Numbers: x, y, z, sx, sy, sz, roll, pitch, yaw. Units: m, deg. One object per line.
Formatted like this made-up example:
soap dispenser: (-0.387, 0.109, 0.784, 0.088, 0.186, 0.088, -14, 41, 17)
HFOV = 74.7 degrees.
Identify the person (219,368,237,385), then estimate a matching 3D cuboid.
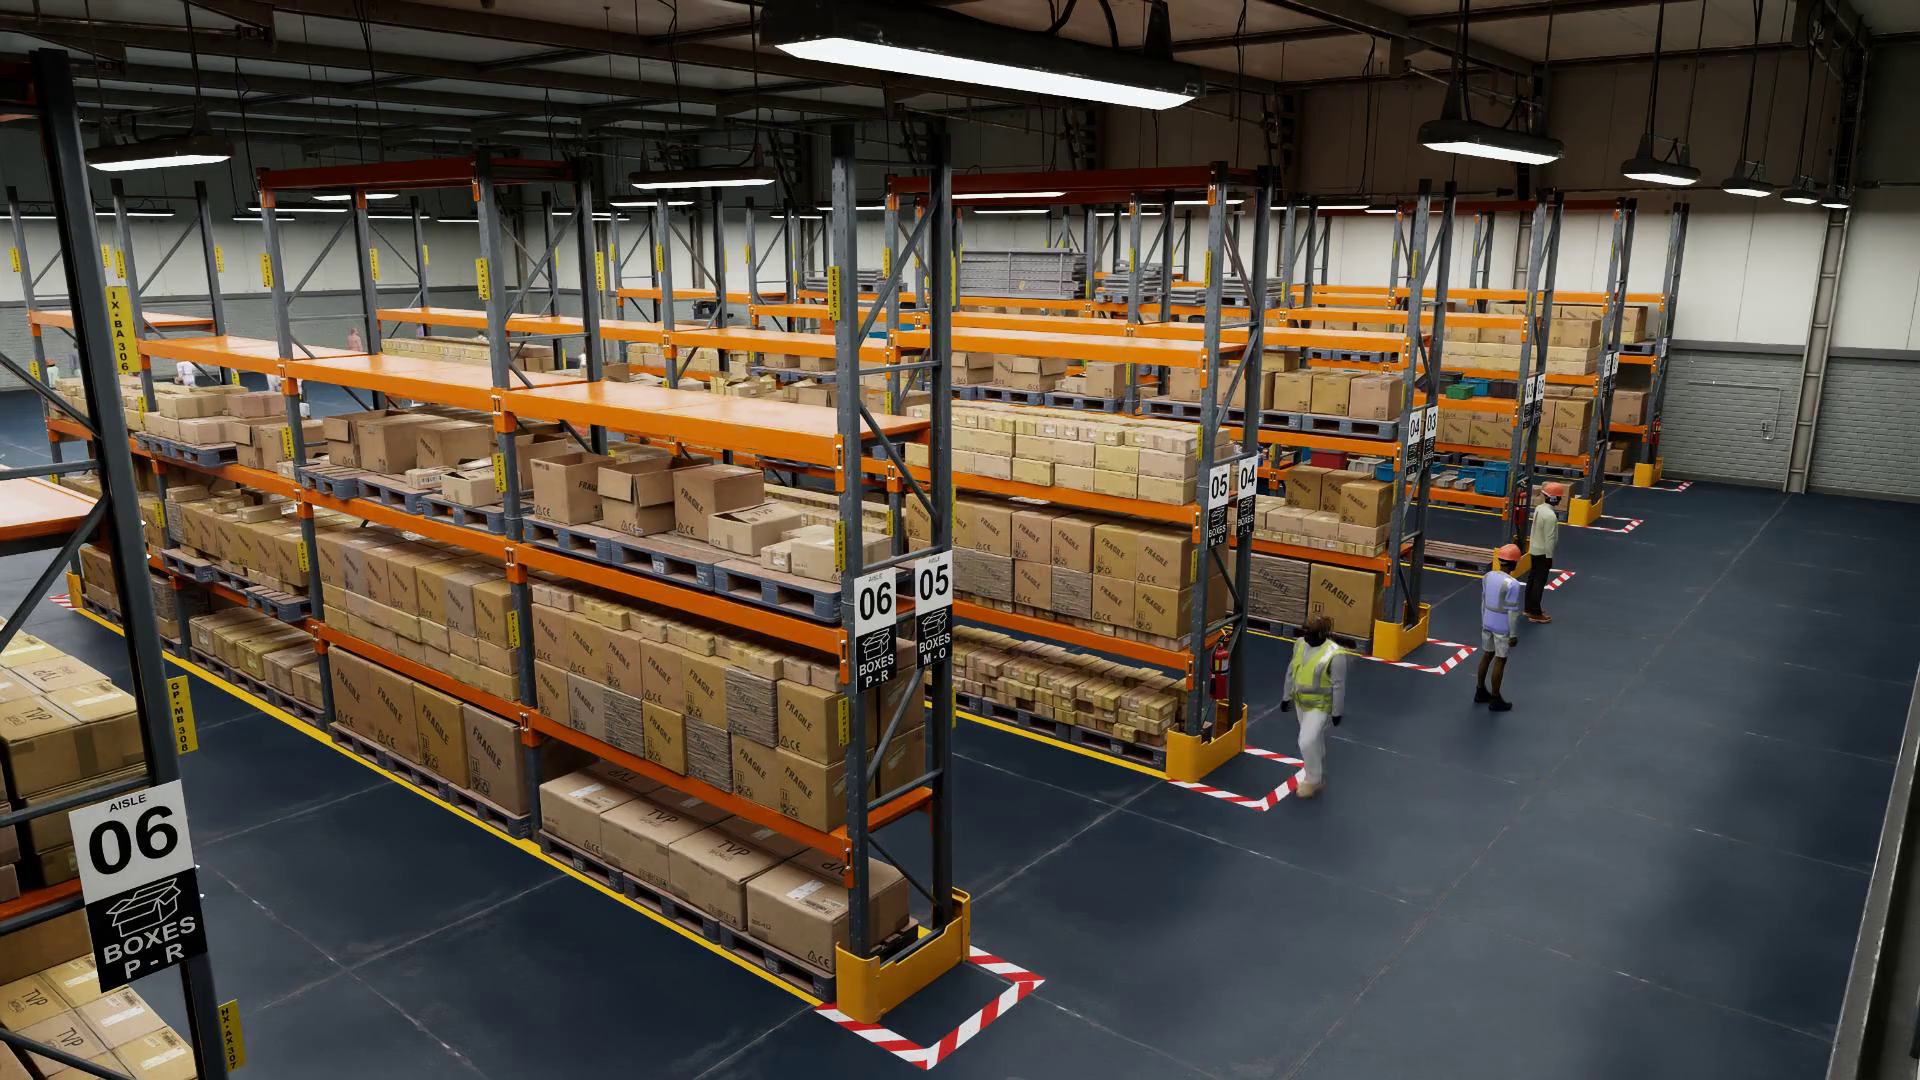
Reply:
person: (-22.701, -4.970, 39.058, 0.585, 1.927, 0.366, 3, 14, 12)

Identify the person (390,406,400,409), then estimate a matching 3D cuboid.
person: (-13.138, -2.512, 29.306, 0.369, 1.754, 0.553, 10, 17, 37)

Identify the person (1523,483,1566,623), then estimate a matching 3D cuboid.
person: (8.272, 0.164, 17.818, 0.407, 1.987, 0.614, 2, 14, 8)

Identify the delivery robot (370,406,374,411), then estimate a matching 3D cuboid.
delivery robot: (-17.041, -3.912, 36.917, 0.698, 0.223, 0.335, 4, 14, 17)

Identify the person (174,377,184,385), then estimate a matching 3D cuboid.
person: (-21.245, -3.683, 34.510, 0.528, 1.568, 0.920, 6, 15, 24)

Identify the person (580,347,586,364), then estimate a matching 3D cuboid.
person: (-12.095, -5.412, 41.012, 0.586, 1.869, 0.449, 5, 15, 19)

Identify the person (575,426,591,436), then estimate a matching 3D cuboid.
person: (-7.801, -1.650, 26.054, 0.501, 1.619, 0.428, -8, 16, -30)

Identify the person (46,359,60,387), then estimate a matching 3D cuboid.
person: (-28.006, -4.789, 38.928, 0.285, 1.631, 0.501, 0, 14, -2)

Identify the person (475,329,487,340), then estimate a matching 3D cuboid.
person: (-18.494, -7.238, 48.652, 0.534, 1.818, 0.832, 2, 14, 10)

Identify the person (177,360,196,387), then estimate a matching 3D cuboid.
person: (-23.868, -4.902, 38.868, 1.019, 1.884, 0.564, 6, 15, 25)

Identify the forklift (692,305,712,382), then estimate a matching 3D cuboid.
forklift: (-9.511, -7.392, 47.124, 1.873, 2.768, 1.129, 11, 17, 38)

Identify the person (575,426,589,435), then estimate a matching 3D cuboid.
person: (-6.869, -1.097, 23.011, 0.638, 1.981, 1.071, -12, 18, -40)

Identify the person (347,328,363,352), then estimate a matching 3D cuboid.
person: (-23.014, -7.142, 48.040, 0.652, 1.904, 0.403, 6, 15, 24)

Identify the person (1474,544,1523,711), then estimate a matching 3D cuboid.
person: (6.249, 0.989, 14.554, 0.386, 1.929, 0.548, -3, 14, -14)

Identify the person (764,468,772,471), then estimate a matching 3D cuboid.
person: (-4.371, -2.387, 29.044, 0.512, 1.627, 0.418, -6, 15, -23)

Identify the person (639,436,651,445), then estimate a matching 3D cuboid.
person: (-5.942, -1.132, 23.458, 0.961, 1.848, 0.581, 9, 16, 34)

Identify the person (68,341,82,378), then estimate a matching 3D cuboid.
person: (-29.459, -5.739, 42.272, 0.767, 1.918, 0.627, 9, 16, 32)

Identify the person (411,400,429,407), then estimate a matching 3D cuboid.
person: (-14.543, -3.607, 33.965, 0.551, 1.676, 0.500, 7, 15, 26)

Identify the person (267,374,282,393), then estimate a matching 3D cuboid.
person: (-21.263, -4.964, 39.113, 0.671, 1.893, 0.571, 6, 15, 23)

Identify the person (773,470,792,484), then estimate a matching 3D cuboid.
person: (-3.880, -2.111, 27.313, 0.620, 1.917, 0.649, 1, 14, 2)

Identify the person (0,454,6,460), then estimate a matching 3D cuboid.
person: (-23.158, -2.622, 29.961, 0.538, 1.660, 0.847, 4, 14, 17)

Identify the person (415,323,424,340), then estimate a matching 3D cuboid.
person: (-22.813, -8.404, 53.293, 0.692, 1.876, 0.444, 12, 18, 41)

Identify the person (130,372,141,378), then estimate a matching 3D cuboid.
person: (-22.010, -3.749, 33.886, 0.696, 2.000, 0.593, 11, 18, 39)

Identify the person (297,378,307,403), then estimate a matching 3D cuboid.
person: (-18.761, -4.113, 35.579, 0.603, 1.900, 0.729, -4, 14, -15)

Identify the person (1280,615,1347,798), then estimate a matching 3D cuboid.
person: (3.378, 1.602, 12.242, 0.568, 1.820, 0.638, -6, 15, -23)

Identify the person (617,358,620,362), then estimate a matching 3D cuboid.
person: (-9.920, -4.460, 37.141, 0.376, 1.838, 0.572, 11, 18, 39)

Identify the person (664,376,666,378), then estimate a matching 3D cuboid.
person: (-8.138, -3.933, 34.739, 0.410, 1.959, 0.668, 0, 14, -1)

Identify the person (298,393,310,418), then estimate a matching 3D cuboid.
person: (-15.313, -2.546, 29.239, 0.500, 1.862, 0.331, -5, 14, -18)

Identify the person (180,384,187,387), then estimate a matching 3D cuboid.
person: (-18.745, -2.851, 30.529, 0.504, 1.843, 0.531, 7, 16, 28)

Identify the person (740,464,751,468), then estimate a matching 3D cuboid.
person: (-5.210, -2.555, 29.254, 1.016, 1.868, 0.691, -13, 19, -43)
